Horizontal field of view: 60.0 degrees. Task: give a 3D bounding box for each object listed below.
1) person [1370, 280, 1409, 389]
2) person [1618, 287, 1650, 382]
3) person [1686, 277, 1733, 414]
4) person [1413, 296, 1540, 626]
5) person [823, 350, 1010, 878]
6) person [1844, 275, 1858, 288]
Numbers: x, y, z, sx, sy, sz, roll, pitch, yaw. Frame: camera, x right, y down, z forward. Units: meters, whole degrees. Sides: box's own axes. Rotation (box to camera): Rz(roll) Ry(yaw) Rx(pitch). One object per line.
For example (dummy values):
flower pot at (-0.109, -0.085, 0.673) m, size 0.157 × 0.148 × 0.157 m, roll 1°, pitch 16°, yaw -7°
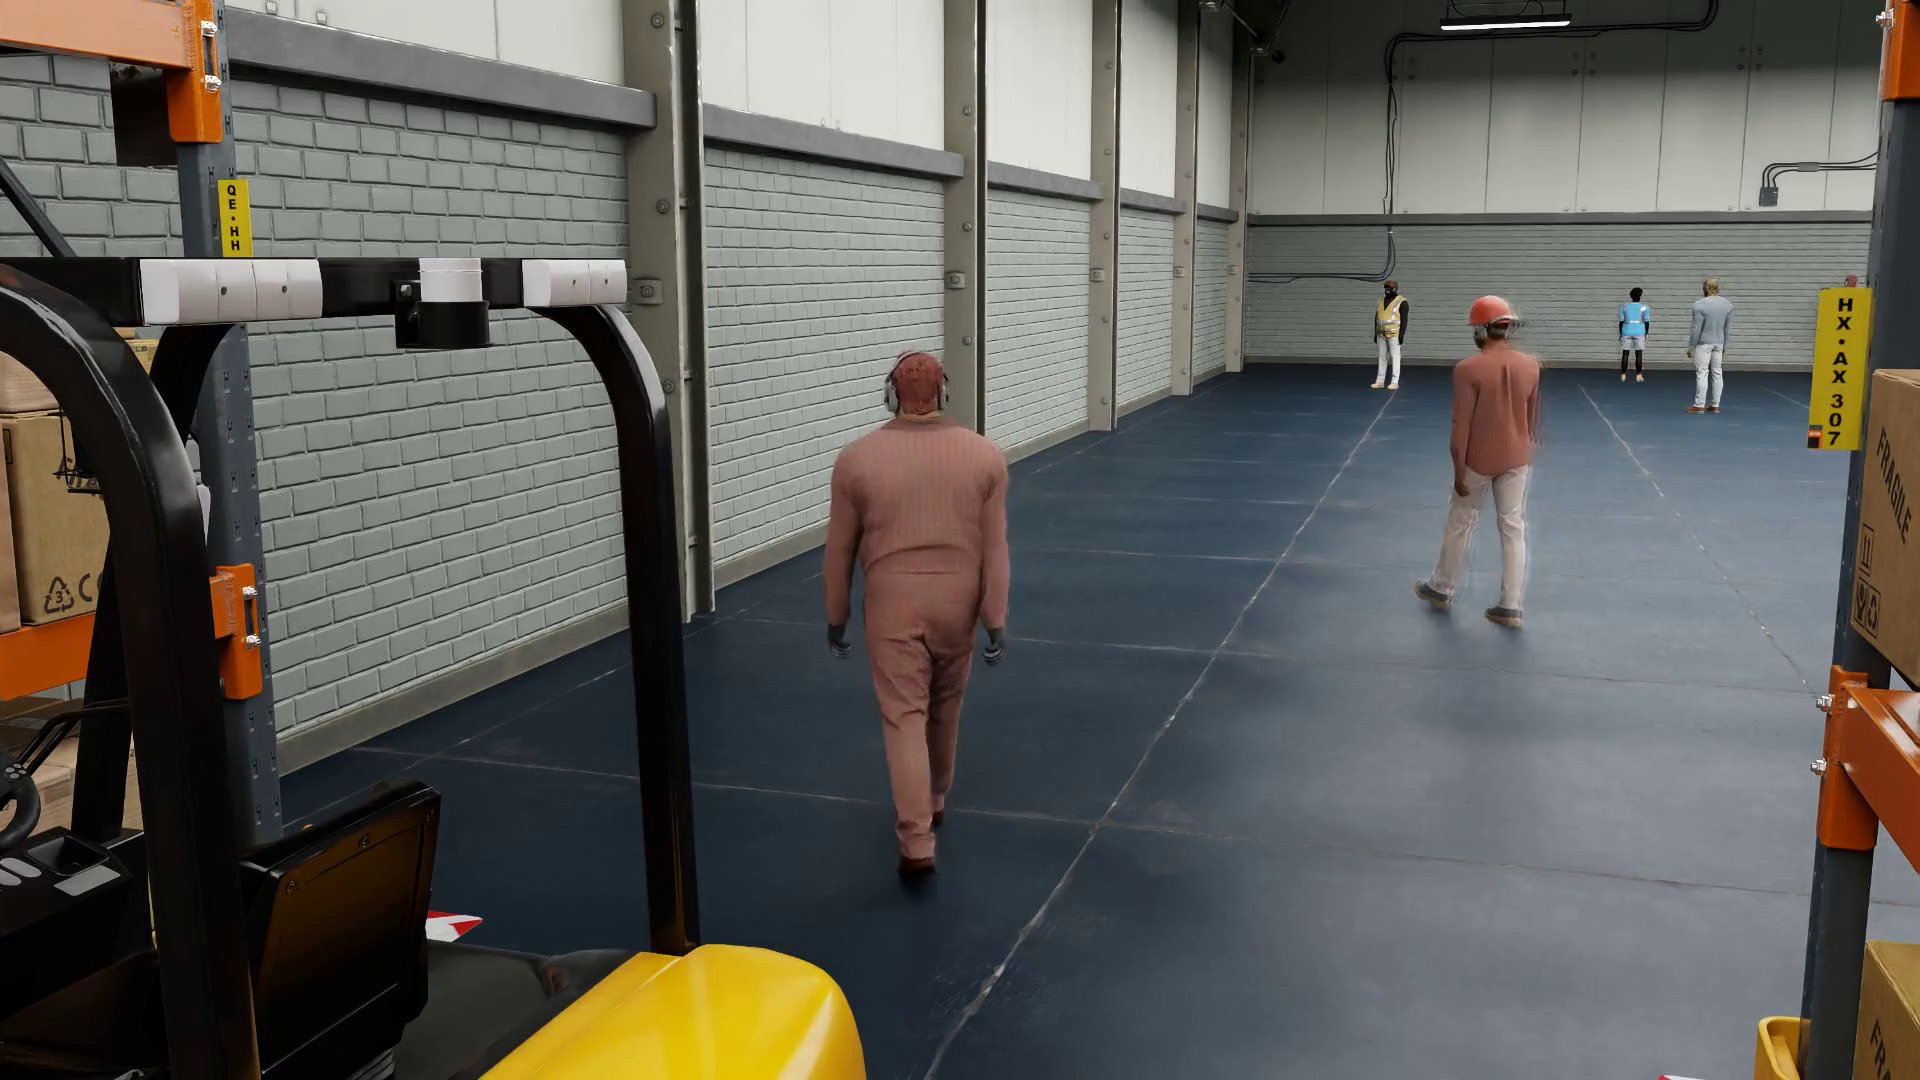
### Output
person at (7.298, -3.488, 28.302) m, size 0.429 × 1.845 × 0.621 m, roll -8°, pitch 12°, yaw -39°
person at (12.160, -3.705, 30.022) m, size 0.540 × 1.697 × 0.317 m, roll 6°, pitch 11°, yaw 31°
person at (10.673, -2.767, 23.725) m, size 0.628 × 1.939 × 0.373 m, roll -2°, pitch 10°, yaw -14°
person at (3.190, -0.502, 10.160) m, size 0.638 × 1.949 × 0.952 m, roll -2°, pitch 10°, yaw -14°
person at (-0.153, 0.248, 6.037) m, size 0.662 × 1.859 × 1.000 m, roll -2°, pitch 10°, yaw -11°
person at (16.913, -4.091, 31.706) m, size 0.643 × 1.908 × 0.410 m, roll -1°, pitch 10°, yaw -7°
